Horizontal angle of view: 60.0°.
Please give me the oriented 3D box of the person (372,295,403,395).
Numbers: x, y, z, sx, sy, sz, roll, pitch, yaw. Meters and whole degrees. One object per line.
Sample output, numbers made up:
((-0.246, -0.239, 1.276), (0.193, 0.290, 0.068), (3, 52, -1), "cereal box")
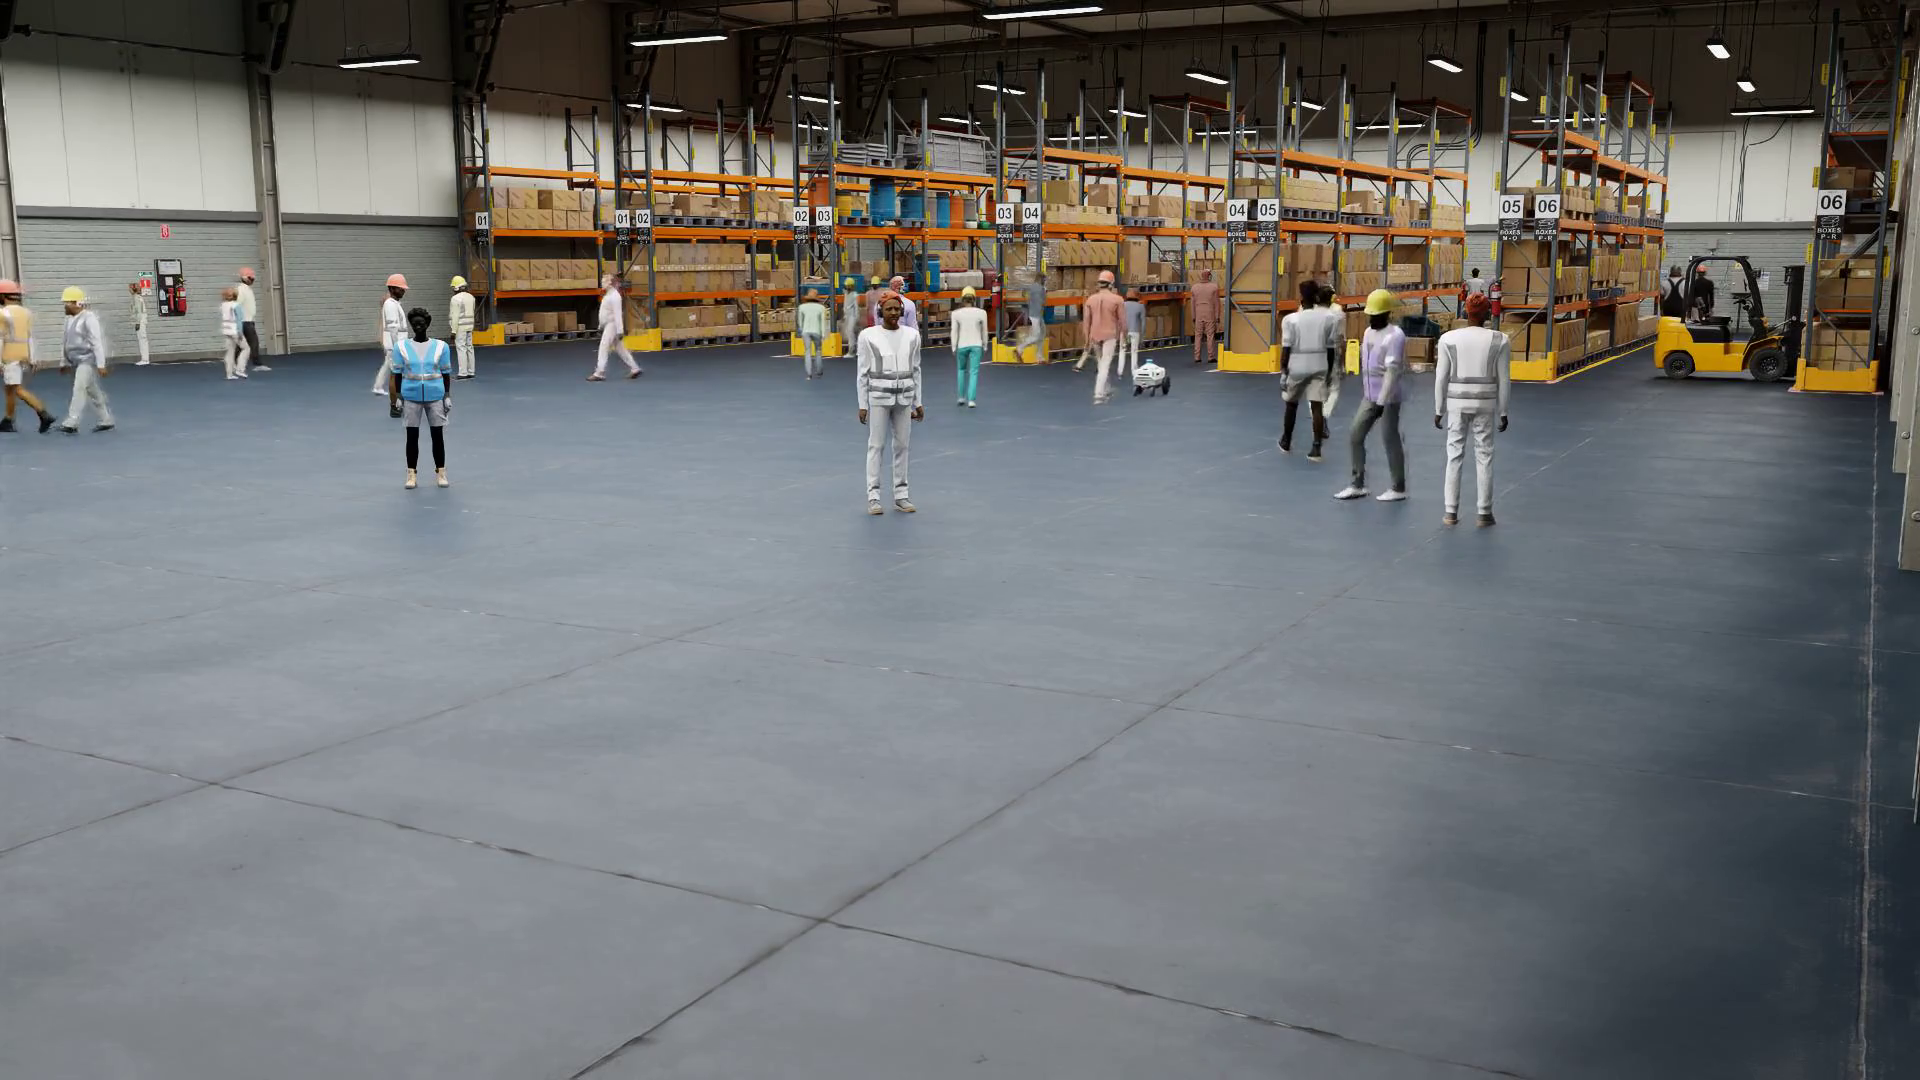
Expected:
((-8.813, -3.046, 25.978), (0.847, 1.595, 0.529), (-3, 10, -15), "person")

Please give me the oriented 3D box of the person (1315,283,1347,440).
((4.289, -2.089, 19.594), (0.538, 1.860, 0.505), (5, 11, 27), "person")

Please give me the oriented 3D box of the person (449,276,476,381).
((-8.713, -3.695, 29.077), (0.403, 1.835, 0.586), (3, 10, 17), "person")

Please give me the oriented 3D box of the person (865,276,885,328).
((-1.852, -4.830, 35.999), (0.530, 1.729, 0.816), (3, 10, 17), "person")

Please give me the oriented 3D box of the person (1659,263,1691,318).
((16.509, -5.397, 38.437), (0.695, 2.000, 0.696), (5, 11, 26), "person")

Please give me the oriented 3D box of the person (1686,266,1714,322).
((17.812, -5.631, 40.116), (0.618, 1.928, 1.025), (1, 10, 8), "person")

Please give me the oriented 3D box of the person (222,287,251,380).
((-12.767, -3.634, 29.322), (0.551, 1.619, 0.472), (7, 12, 35), "person")

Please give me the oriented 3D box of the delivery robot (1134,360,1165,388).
((2.965, -2.580, 26.013), (0.477, 0.478, 0.707), (4, 10, 21), "delivery robot")

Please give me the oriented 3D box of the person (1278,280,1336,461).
((3.729, -1.835, 17.957), (0.638, 1.909, 0.994), (-1, 10, -4), "person")

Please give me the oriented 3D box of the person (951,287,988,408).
((0.144, -2.796, 24.154), (0.531, 1.722, 0.895), (1, 10, 3), "person")

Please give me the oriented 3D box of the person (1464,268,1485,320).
((13.825, -6.373, 44.692), (0.515, 1.860, 0.325), (4, 10, 20), "person")

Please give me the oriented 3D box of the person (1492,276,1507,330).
((14.496, -6.414, 44.428), (0.612, 2.029, 0.512), (7, 12, 36), "person")

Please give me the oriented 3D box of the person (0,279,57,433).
((-11.576, -2.254, 20.443), (0.905, 1.906, 0.552), (1, 10, 7), "person")

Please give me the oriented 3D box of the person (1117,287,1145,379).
((3.017, -3.658, 29.470), (0.520, 1.626, 0.315), (1, 10, 5), "person")

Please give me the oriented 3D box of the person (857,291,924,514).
((-0.587, -1.160, 14.087), (0.585, 1.882, 0.340), (-4, 11, -24), "person")

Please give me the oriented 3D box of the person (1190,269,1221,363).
((5.042, -4.584, 34.070), (0.643, 1.909, 0.410), (6, 11, 30), "person")

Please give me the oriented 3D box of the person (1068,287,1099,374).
((2.363, -3.873, 30.783), (0.801, 1.592, 0.523), (2, 10, 14), "person")

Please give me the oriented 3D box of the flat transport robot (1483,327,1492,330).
((14.126, -5.747, 45.662), (1.431, 0.197, 0.652), (6, 11, 32), "flat transport robot")

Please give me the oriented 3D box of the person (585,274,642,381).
((-6.080, -3.728, 29.206), (0.992, 1.866, 0.634), (-3, 10, -19), "person")

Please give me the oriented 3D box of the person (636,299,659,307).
((-8.239, -6.213, 43.864), (0.538, 1.824, 0.981), (4, 10, 22), "person")

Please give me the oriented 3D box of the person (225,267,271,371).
((-13.638, -4.190, 31.630), (0.861, 1.971, 0.630), (-1, 10, -8), "person")

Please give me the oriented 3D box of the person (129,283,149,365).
((-16.428, -4.317, 33.287), (0.314, 1.640, 0.516), (-4, 10, -20), "person")

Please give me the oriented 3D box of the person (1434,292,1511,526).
((4.143, -1.053, 13.464), (0.585, 1.882, 0.337), (4, 10, 20), "person")

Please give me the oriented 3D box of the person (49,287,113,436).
((-10.749, -2.157, 20.186), (0.621, 1.788, 0.888), (7, 12, 36), "person")

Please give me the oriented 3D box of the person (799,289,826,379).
((-2.621, -3.667, 29.636), (0.503, 1.585, 0.842), (0, 10, 2), "person")

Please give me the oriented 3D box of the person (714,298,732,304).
((-6.416, -6.398, 44.695), (0.631, 1.897, 0.621), (4, 11, 23), "person")

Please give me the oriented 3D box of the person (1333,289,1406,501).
((3.666, -1.262, 14.695), (0.759, 1.878, 0.602), (-4, 10, -20), "person")

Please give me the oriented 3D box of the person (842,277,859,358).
((-2.300, -4.776, 35.691), (0.482, 1.726, 0.501), (-6, 12, -33), "person")

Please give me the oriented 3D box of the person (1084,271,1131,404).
((2.225, -3.017, 24.775), (0.621, 1.945, 1.005), (7, 12, 34), "person")

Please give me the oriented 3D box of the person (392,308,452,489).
((-5.039, -1.327, 15.616), (0.536, 1.697, 0.318), (-3, 10, -18), "person")

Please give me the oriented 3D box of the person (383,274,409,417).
((-7.609, -2.623, 22.518), (0.376, 1.931, 0.542), (-3, 10, -16), "person")

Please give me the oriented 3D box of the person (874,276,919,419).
((-0.825, -2.570, 22.279), (0.641, 1.908, 0.407), (5, 11, 27), "person")

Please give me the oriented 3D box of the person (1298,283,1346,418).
((4.868, -2.530, 22.320), (0.660, 1.806, 0.874), (0, 10, -2), "person")

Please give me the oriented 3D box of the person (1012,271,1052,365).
((1.454, -4.423, 33.209), (0.709, 1.898, 0.668), (0, 10, 1), "person")

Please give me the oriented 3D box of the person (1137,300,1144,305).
((5.004, -6.627, 46.659), (0.532, 1.693, 0.319), (2, 10, 10), "person")
